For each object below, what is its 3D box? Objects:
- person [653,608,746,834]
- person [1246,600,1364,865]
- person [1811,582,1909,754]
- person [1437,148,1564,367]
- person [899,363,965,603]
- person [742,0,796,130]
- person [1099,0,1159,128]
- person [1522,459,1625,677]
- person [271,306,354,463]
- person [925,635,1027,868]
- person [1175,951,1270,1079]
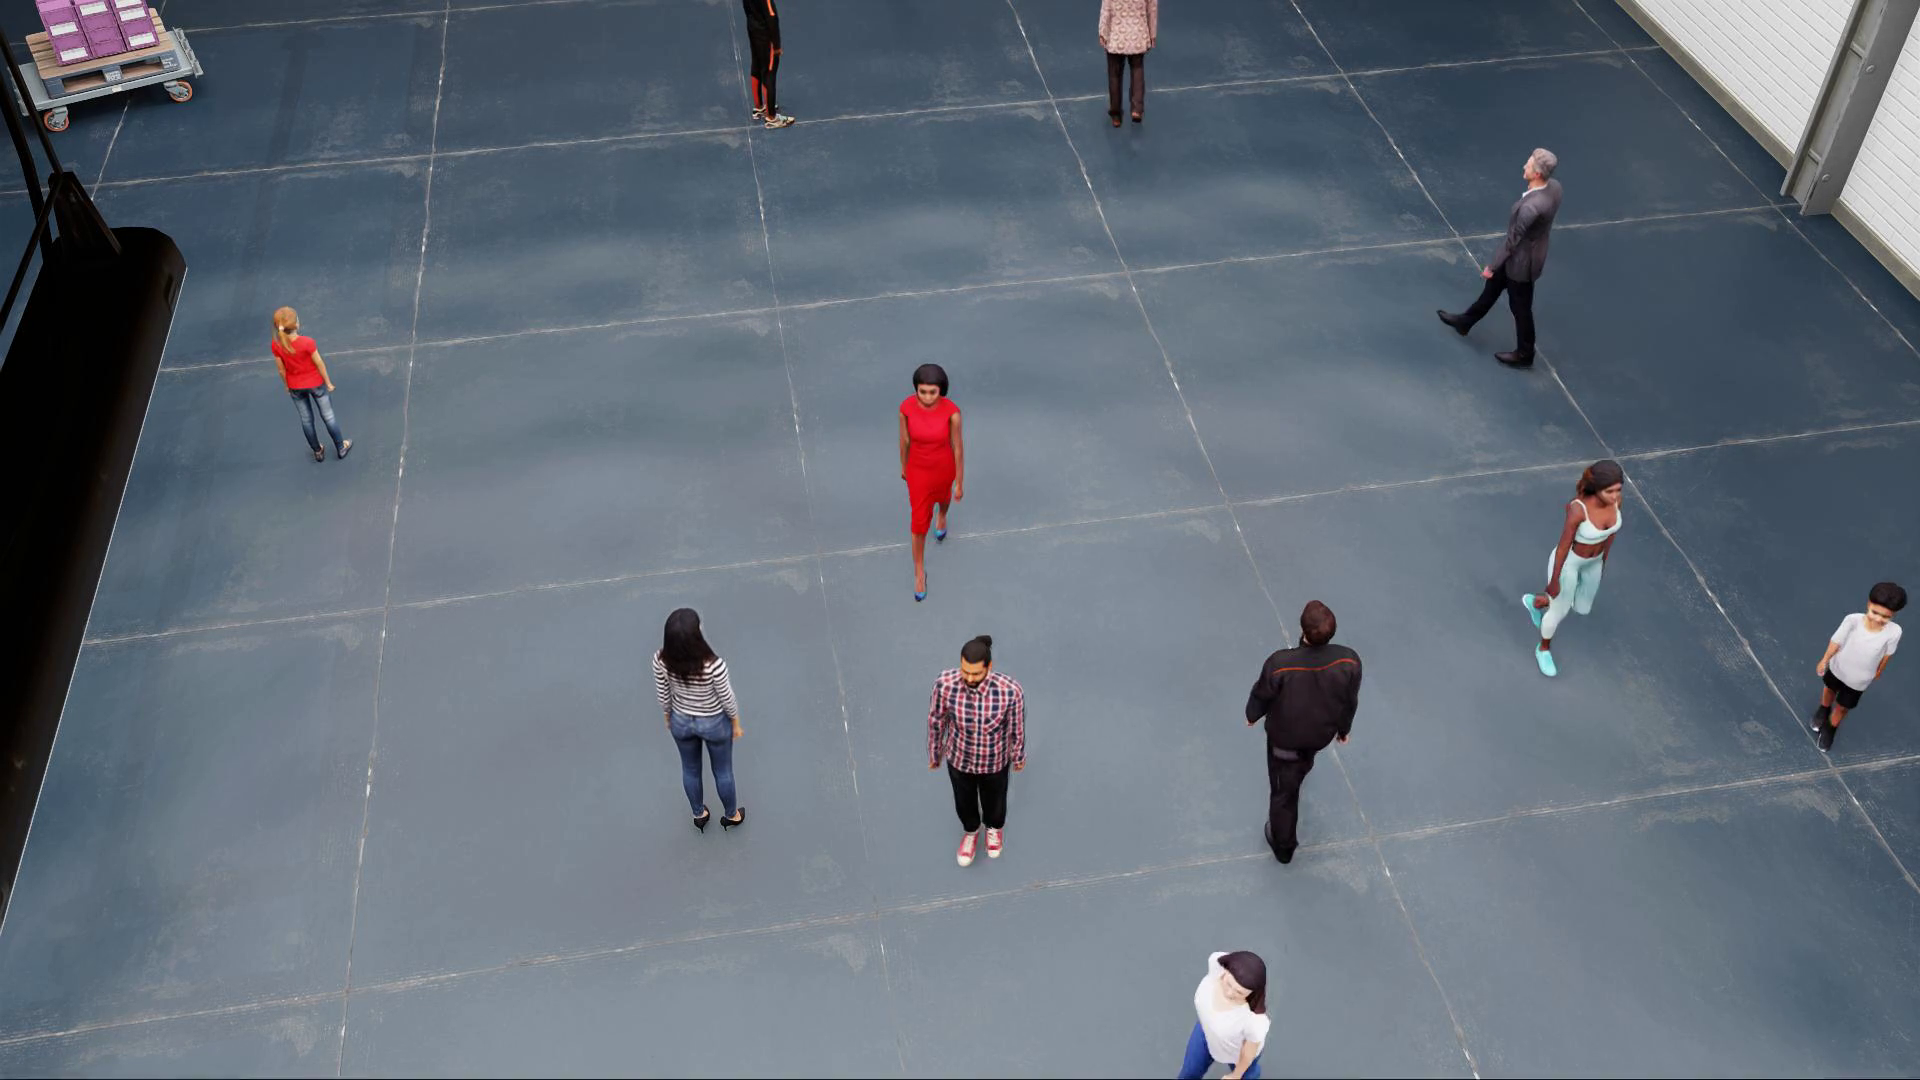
[{"bbox_3d":[-1.467,1.049,9.412,0.644,1.796,0.592,6,44,6],"label":"person"},{"bbox_3d":[1.931,1.136,9.316,0.745,1.803,1.013,-5,44,-6],"label":"person"},{"bbox_3d":[5.491,0.700,10.178,0.655,1.245,0.716,25,49,24],"label":"person"},{"bbox_3d":[4.380,-2.110,12.723,1.195,1.803,1.173,20,47,20],"label":"person"},{"bbox_3d":[-0.168,-0.511,11.125,0.791,1.692,1.185,3,44,3],"label":"person"},{"bbox_3d":[-1.844,-4.721,15.460,0.751,1.808,0.610,-25,49,-24],"label":"person"},{"bbox_3d":[1.543,-4.607,15.351,0.723,1.794,0.751,-2,44,-2],"label":"person"},{"bbox_3d":[3.829,0.116,10.453,0.643,1.711,0.782,-14,45,-14],"label":"person"},{"bbox_3d":[-4.734,-1.125,12.047,0.485,1.310,0.490,-4,44,-4],"label":"person"},{"bbox_3d":[0.119,1.146,9.344,0.799,1.750,0.762,8,44,8],"label":"person"},{"bbox_3d":[1.349,2.395,8.111,0.926,1.642,0.987,-18,46,-18],"label":"person"}]
